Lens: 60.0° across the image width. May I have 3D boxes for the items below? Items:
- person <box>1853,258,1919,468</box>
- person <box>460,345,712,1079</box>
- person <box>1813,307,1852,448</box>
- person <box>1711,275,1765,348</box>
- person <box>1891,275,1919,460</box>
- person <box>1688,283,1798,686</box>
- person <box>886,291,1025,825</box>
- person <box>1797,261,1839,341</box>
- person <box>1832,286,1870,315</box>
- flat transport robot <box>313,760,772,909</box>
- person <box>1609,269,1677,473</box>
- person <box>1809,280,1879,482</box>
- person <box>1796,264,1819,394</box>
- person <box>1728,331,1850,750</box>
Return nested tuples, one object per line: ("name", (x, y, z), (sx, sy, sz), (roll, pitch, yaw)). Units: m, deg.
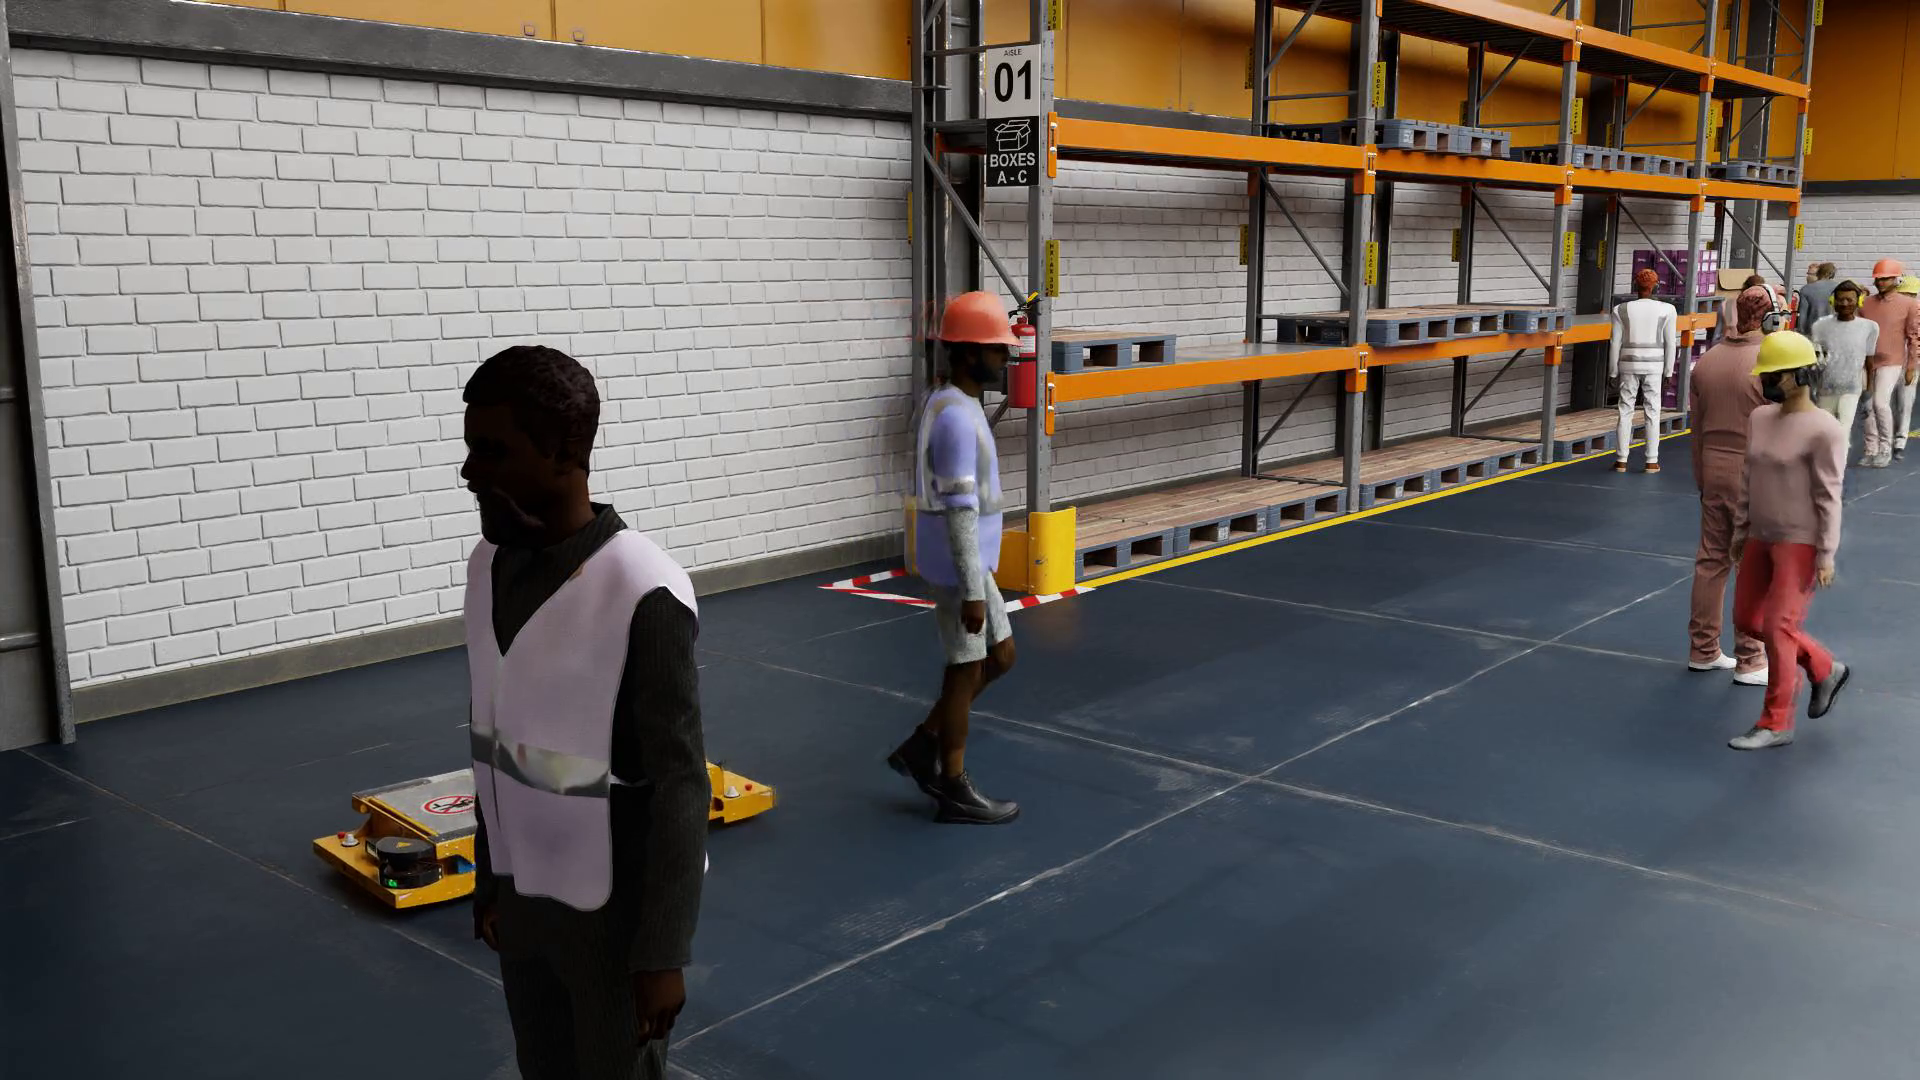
("person", (8.660, -1.661, 15.728), (0.529, 1.976, 0.622), (-6, 12, -32))
("person", (-0.656, 0.617, 2.920), (0.597, 1.915, 0.370), (10, 14, 44))
("person", (9.129, -1.769, 17.292), (0.514, 1.641, 0.308), (2, 10, 9))
("person", (8.160, -1.849, 17.318), (0.633, 1.791, 0.741), (4, 11, 21))
("person", (9.313, -1.722, 16.528), (0.618, 1.813, 0.635), (5, 11, 26))
("person", (3.777, -0.261, 7.950), (0.410, 1.909, 0.643), (-3, 11, -18))
("person", (0.023, 0.086, 5.916), (0.416, 1.924, 0.575), (0, 10, 1))
("person", (11.794, -2.858, 22.781), (0.621, 1.911, 0.887), (4, 11, 20))
("person", (11.765, -2.578, 22.077), (0.554, 1.575, 0.852), (2, 10, 11))
("flat transport robot", (-1.428, 0.932, 5.812), (1.431, 0.197, 0.652), (-9, 13, -42))
("person", (6.306, -1.557, 15.401), (0.575, 1.882, 0.355), (4, 11, 21))
("person", (7.148, -1.200, 13.554), (0.532, 1.825, 0.943), (6, 12, 31))
("person", (11.970, -2.940, 23.381), (0.959, 1.865, 0.640), (-1, 10, -4))
("person", (3.491, -0.001, 6.917), (0.557, 1.740, 0.533), (-2, 10, -10))
